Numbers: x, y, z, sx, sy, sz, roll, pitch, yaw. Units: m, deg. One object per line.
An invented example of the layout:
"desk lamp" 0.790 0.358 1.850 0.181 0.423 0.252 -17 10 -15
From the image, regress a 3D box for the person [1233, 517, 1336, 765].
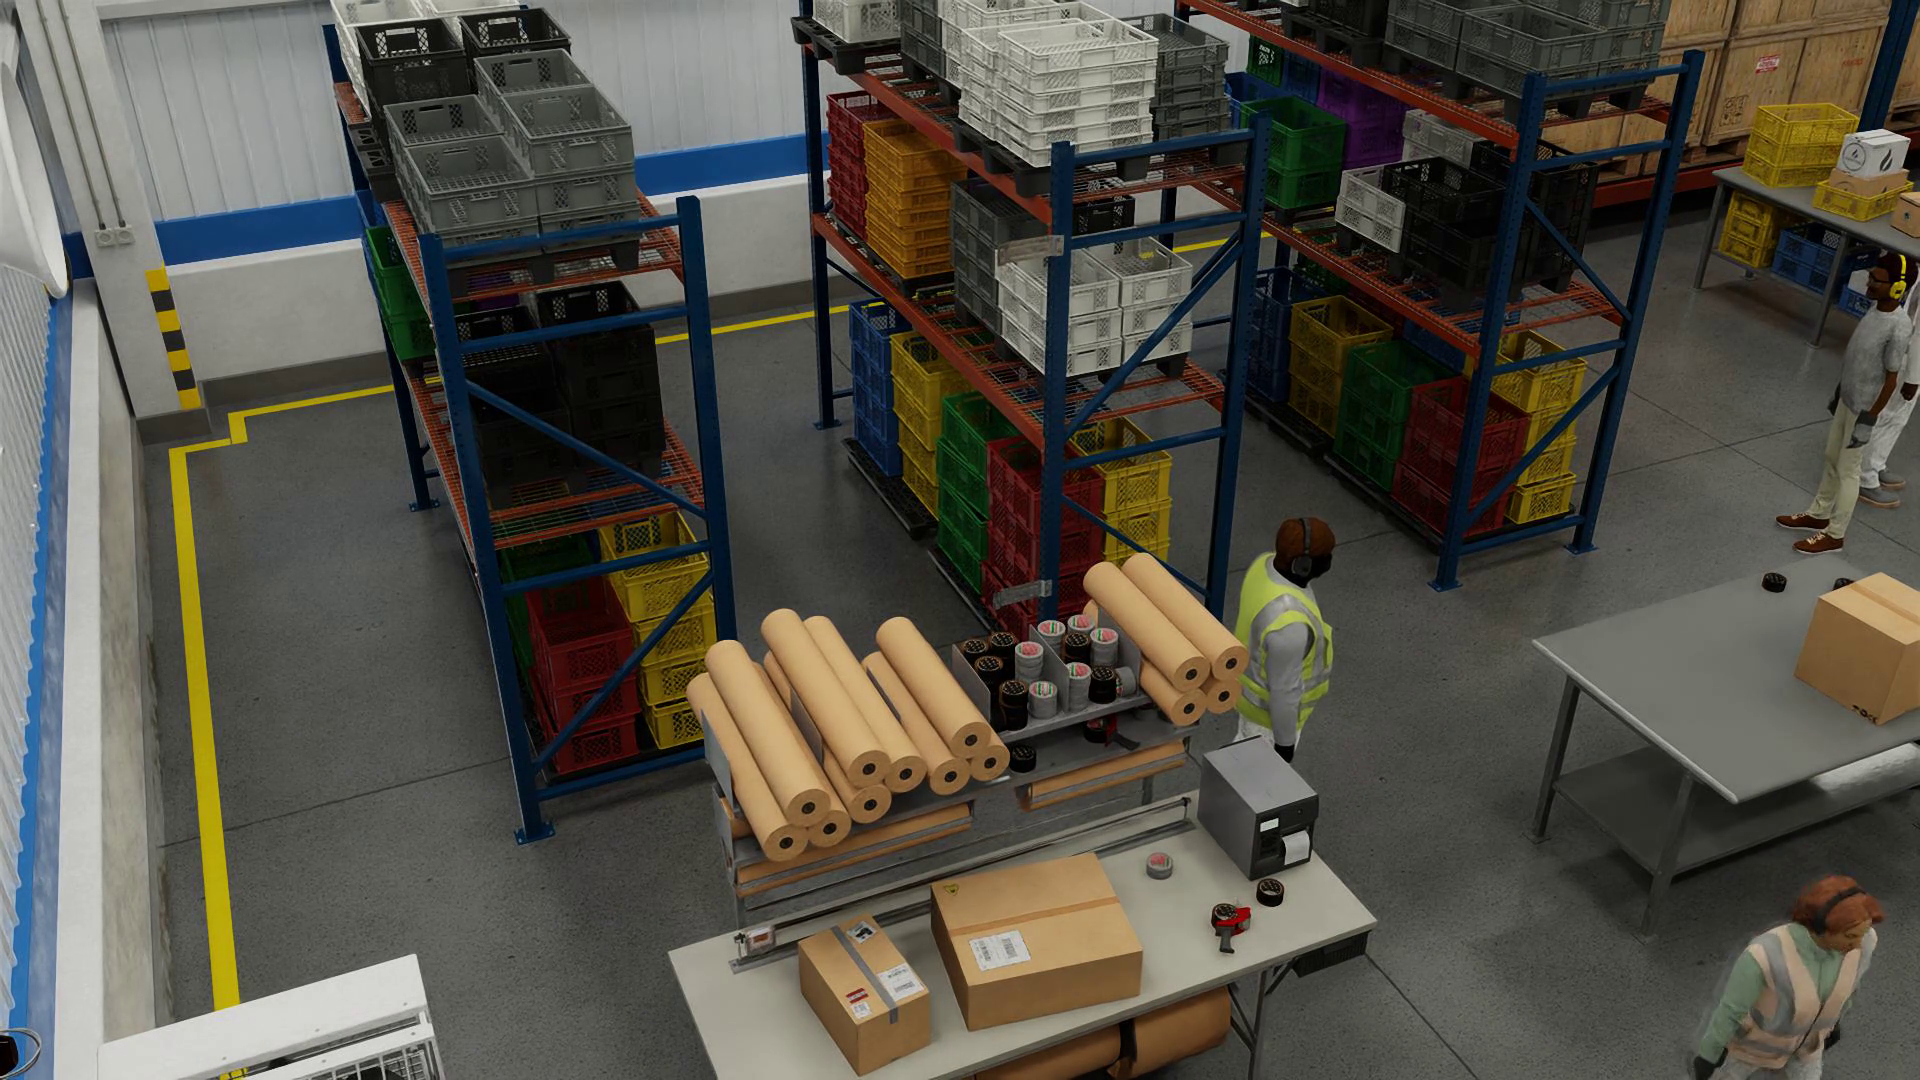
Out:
"person" 1.397 0.702 7.330 0.430 1.836 0.629 0 32 0

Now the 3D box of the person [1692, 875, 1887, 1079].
"person" 2.856 1.766 5.803 0.620 1.612 0.524 -8 32 -12

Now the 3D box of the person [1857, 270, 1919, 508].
"person" 5.878 -1.106 10.228 0.343 1.872 0.578 18 36 27

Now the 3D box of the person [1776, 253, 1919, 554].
"person" 5.219 -0.787 9.707 0.328 1.873 0.517 4 32 6

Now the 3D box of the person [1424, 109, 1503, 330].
"person" 3.626 -2.097 11.813 0.646 1.883 1.016 -10 33 -16
